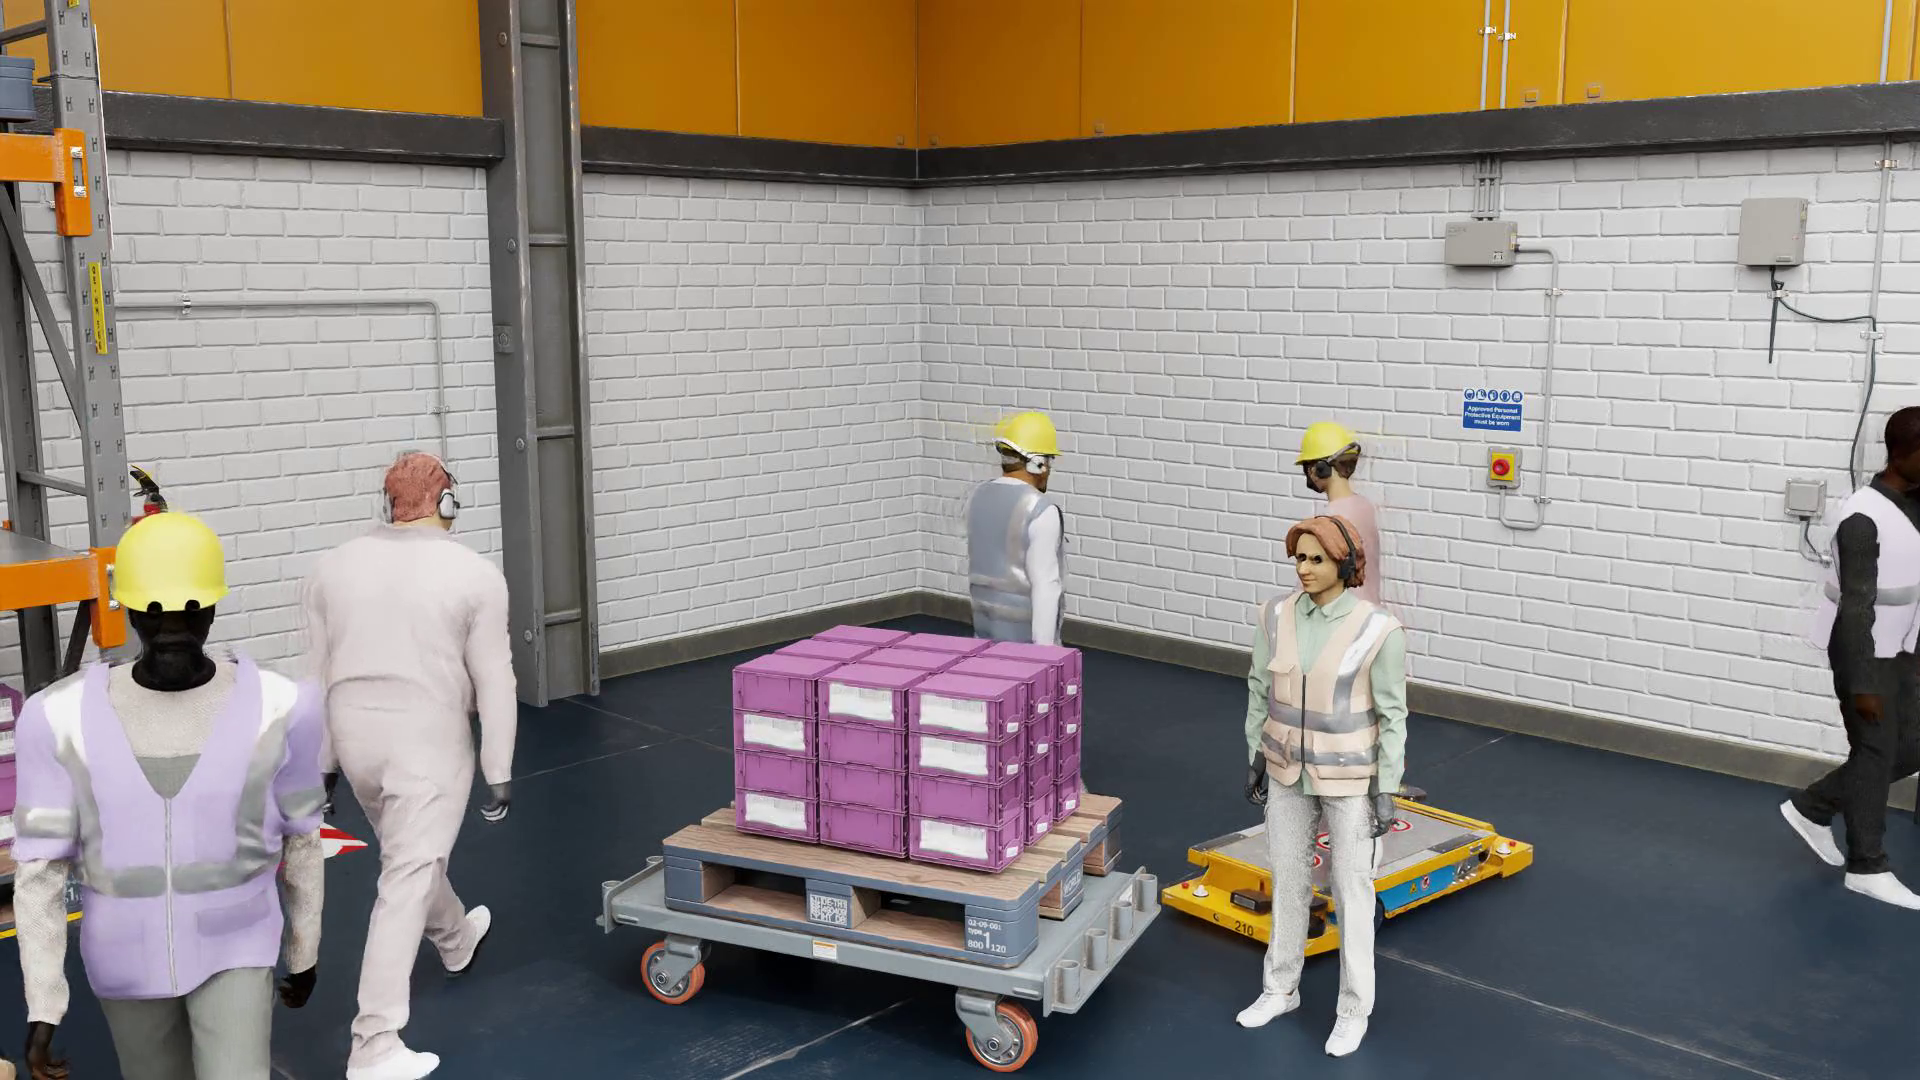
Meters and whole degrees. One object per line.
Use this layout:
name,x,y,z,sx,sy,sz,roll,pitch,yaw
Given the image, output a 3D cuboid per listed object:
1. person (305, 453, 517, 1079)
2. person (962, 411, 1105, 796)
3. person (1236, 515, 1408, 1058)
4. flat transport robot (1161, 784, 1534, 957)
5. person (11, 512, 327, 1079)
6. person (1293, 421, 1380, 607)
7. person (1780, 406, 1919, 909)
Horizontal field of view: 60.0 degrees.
person,-1.675,0.648,5.122,0.658,1.798,1.160,2,9,12
person,0.191,0.354,6.967,0.935,1.782,0.597,-7,12,-37
person,1.095,0.733,5.045,0.522,1.638,0.310,8,12,41
flat transport robot,1.490,1.213,6.287,1.431,0.197,0.652,-8,12,-40
person,-1.657,0.858,3.577,0.586,1.882,1.017,-3,10,-16
person,1.530,0.391,6.798,0.521,1.734,0.552,5,10,26
person,3.370,0.428,6.182,0.637,1.886,0.531,-7,11,-35
